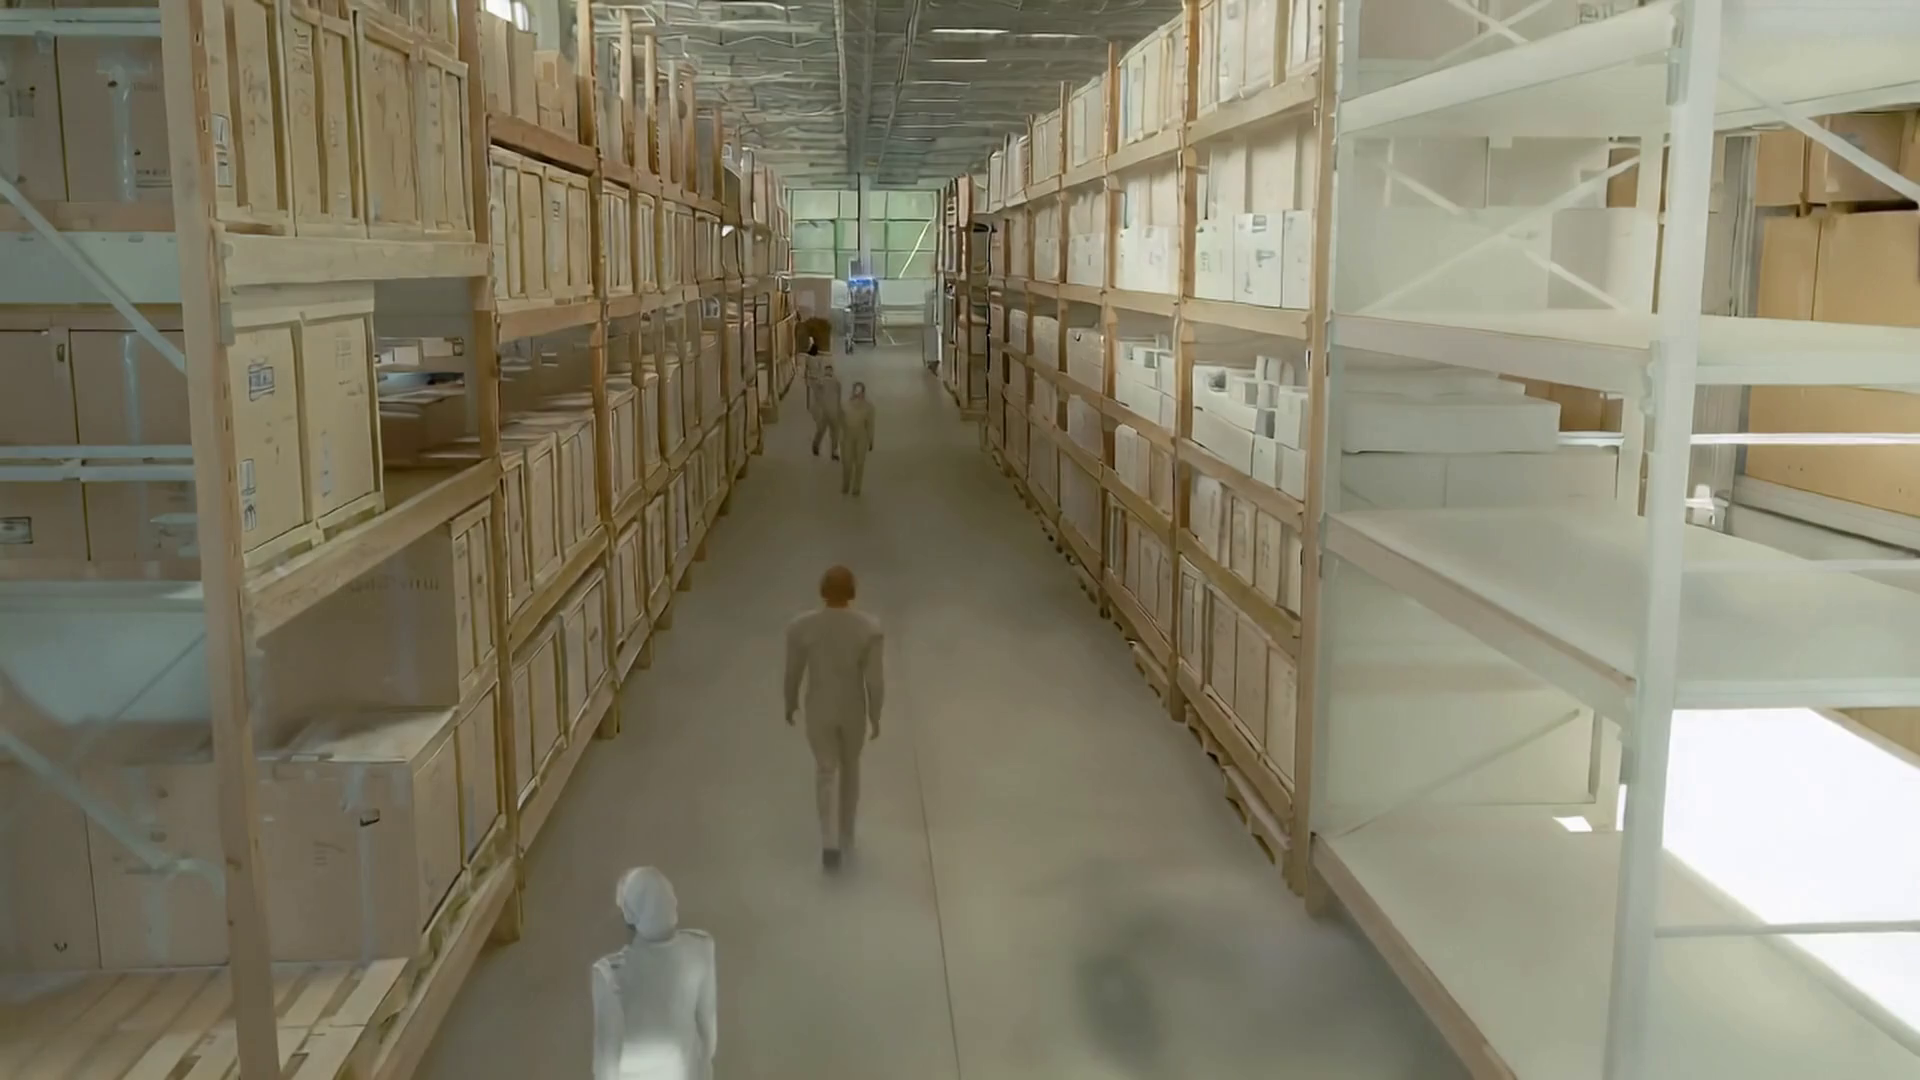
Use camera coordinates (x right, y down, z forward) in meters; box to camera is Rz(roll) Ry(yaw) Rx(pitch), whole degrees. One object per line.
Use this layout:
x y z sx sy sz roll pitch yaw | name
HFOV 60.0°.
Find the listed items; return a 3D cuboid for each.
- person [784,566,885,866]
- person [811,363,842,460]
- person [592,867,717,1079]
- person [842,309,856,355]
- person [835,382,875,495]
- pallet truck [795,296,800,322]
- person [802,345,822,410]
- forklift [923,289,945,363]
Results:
-0.813 1.103 10.850 0.648 1.889 1.018 -1 10 -7 | person
-2.611 -2.512 32.450 0.646 1.885 0.681 -6 11 -31 | person
-1.124 2.006 6.182 0.513 1.640 0.309 -8 12 -39 | person
-4.573 -8.640 69.060 0.610 1.896 0.960 2 10 12 | person
-1.720 -1.660 27.354 0.665 1.881 0.479 0 10 -3 | person
-8.622 -12.439 91.403 1.885 1.965 0.823 2 10 13 | pallet truck
-3.830 -4.212 43.163 0.536 1.694 0.322 3 10 16 | person
-0.836 -8.192 63.401 1.129 2.768 1.873 -1 10 -3 | forklift
